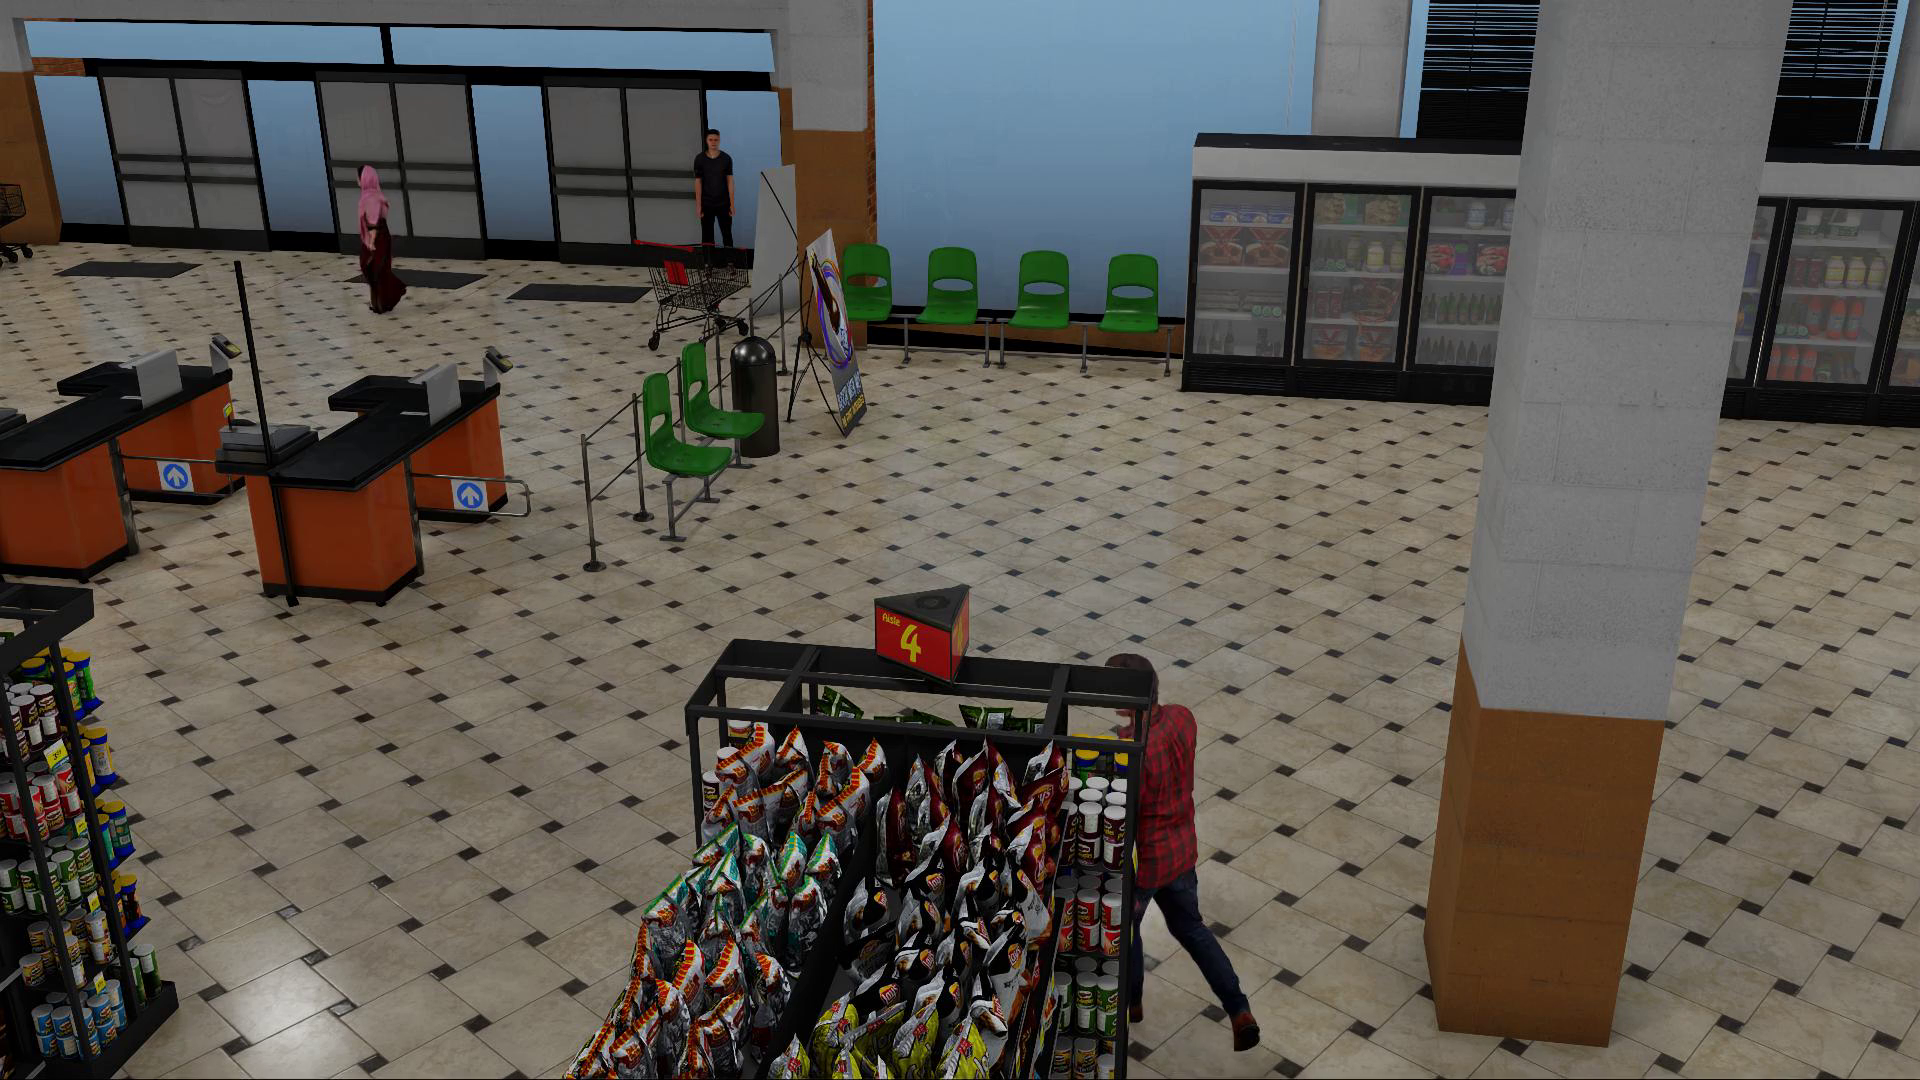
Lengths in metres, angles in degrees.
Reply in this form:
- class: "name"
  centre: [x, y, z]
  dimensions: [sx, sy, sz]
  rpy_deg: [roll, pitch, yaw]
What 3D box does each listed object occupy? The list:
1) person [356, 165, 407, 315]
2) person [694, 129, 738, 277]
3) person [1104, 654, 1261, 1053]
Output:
- class: "person"
  centre: [-6.402, -3.346, 18.466]
  dimensions: [0.872, 1.642, 0.795]
  rpy_deg: [-8, 23, -18]
- class: "person"
  centre: [-2.958, -4.083, 20.142]
  dimensions: [0.688, 1.760, 0.646]
  rpy_deg: [-4, 22, -9]
- class: "person"
  centre: [0.851, 1.306, 6.688]
  dimensions: [1.174, 1.791, 1.162]
  rpy_deg: [-18, 28, -37]
